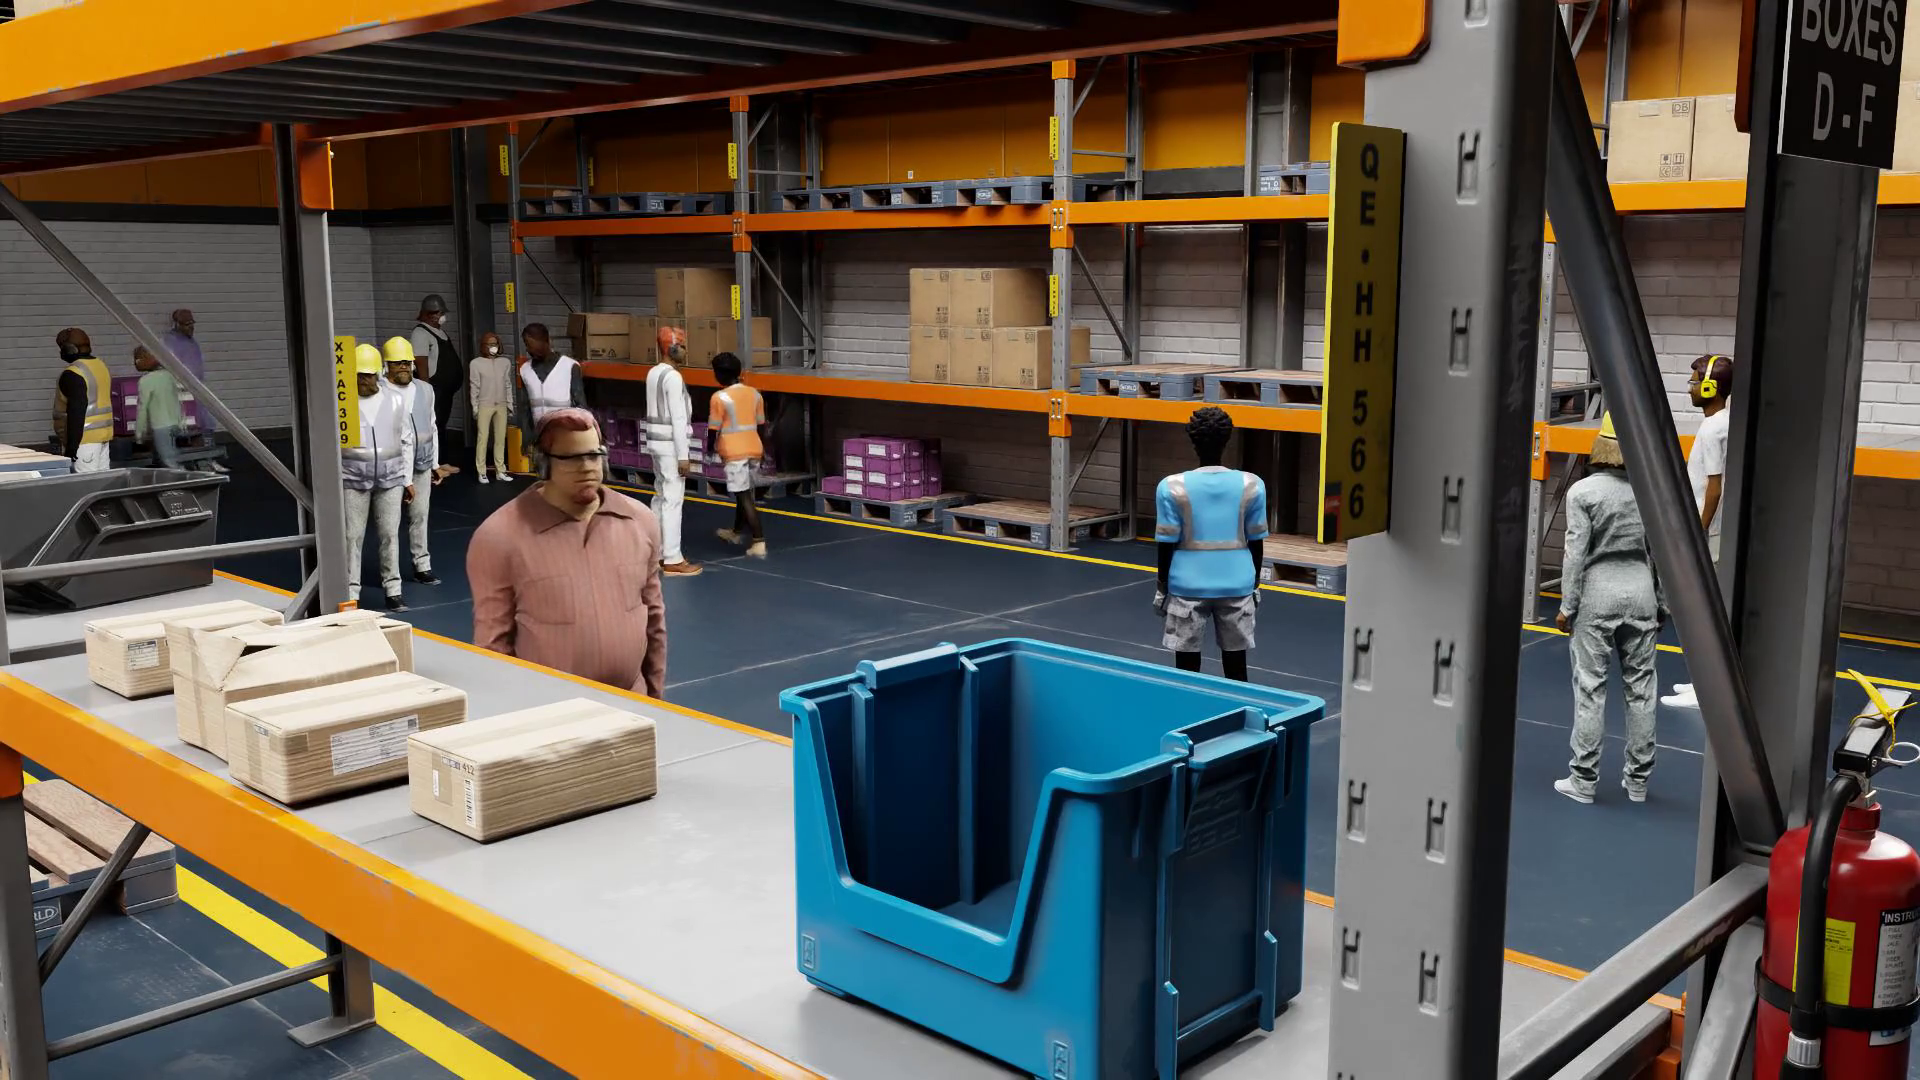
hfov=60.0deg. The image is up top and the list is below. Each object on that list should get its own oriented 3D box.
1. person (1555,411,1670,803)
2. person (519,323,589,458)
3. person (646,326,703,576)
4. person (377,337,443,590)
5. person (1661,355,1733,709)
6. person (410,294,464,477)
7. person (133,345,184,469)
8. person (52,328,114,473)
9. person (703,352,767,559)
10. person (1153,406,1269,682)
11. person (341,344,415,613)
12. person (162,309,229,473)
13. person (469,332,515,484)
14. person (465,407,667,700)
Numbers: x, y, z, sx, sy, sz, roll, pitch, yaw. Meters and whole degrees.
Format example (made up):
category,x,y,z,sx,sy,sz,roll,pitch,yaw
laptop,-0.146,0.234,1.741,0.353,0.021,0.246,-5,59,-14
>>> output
category,x,y,z,sx,sy,sz,roll,pitch,yaw
person,2.835,0.277,7.225,0.493,1.743,0.300,0,9,-2
person,-3.325,-0.887,13.988,0.783,1.868,0.386,3,10,17
person,-2.194,-0.671,12.602,0.337,1.883,0.584,-5,11,-29
person,-4.025,-0.553,12.038,0.404,1.830,0.602,9,13,43
person,3.941,-0.037,8.767,0.309,1.868,0.535,7,11,36
person,-5.826,-1.727,18.604,0.538,2.000,0.689,0,9,2
person,-7.662,-1.052,15.768,0.733,1.599,0.518,1,9,7
person,-7.177,-0.813,13.628,0.429,1.838,0.621,-1,9,-6
person,-1.855,-0.686,13.418,0.809,1.648,0.546,7,11,36
person,1.144,0.234,7.642,0.533,1.692,0.319,-1,9,-5
person,-3.940,-0.397,11.124,0.592,1.819,0.404,-6,11,-31
person,-8.568,-1.631,18.546,0.755,1.868,0.660,1,9,3
person,-5.070,-1.433,18.044,0.269,1.632,0.505,9,13,44
person,-1.187,0.533,5.192,0.635,1.899,0.398,-7,12,-38
